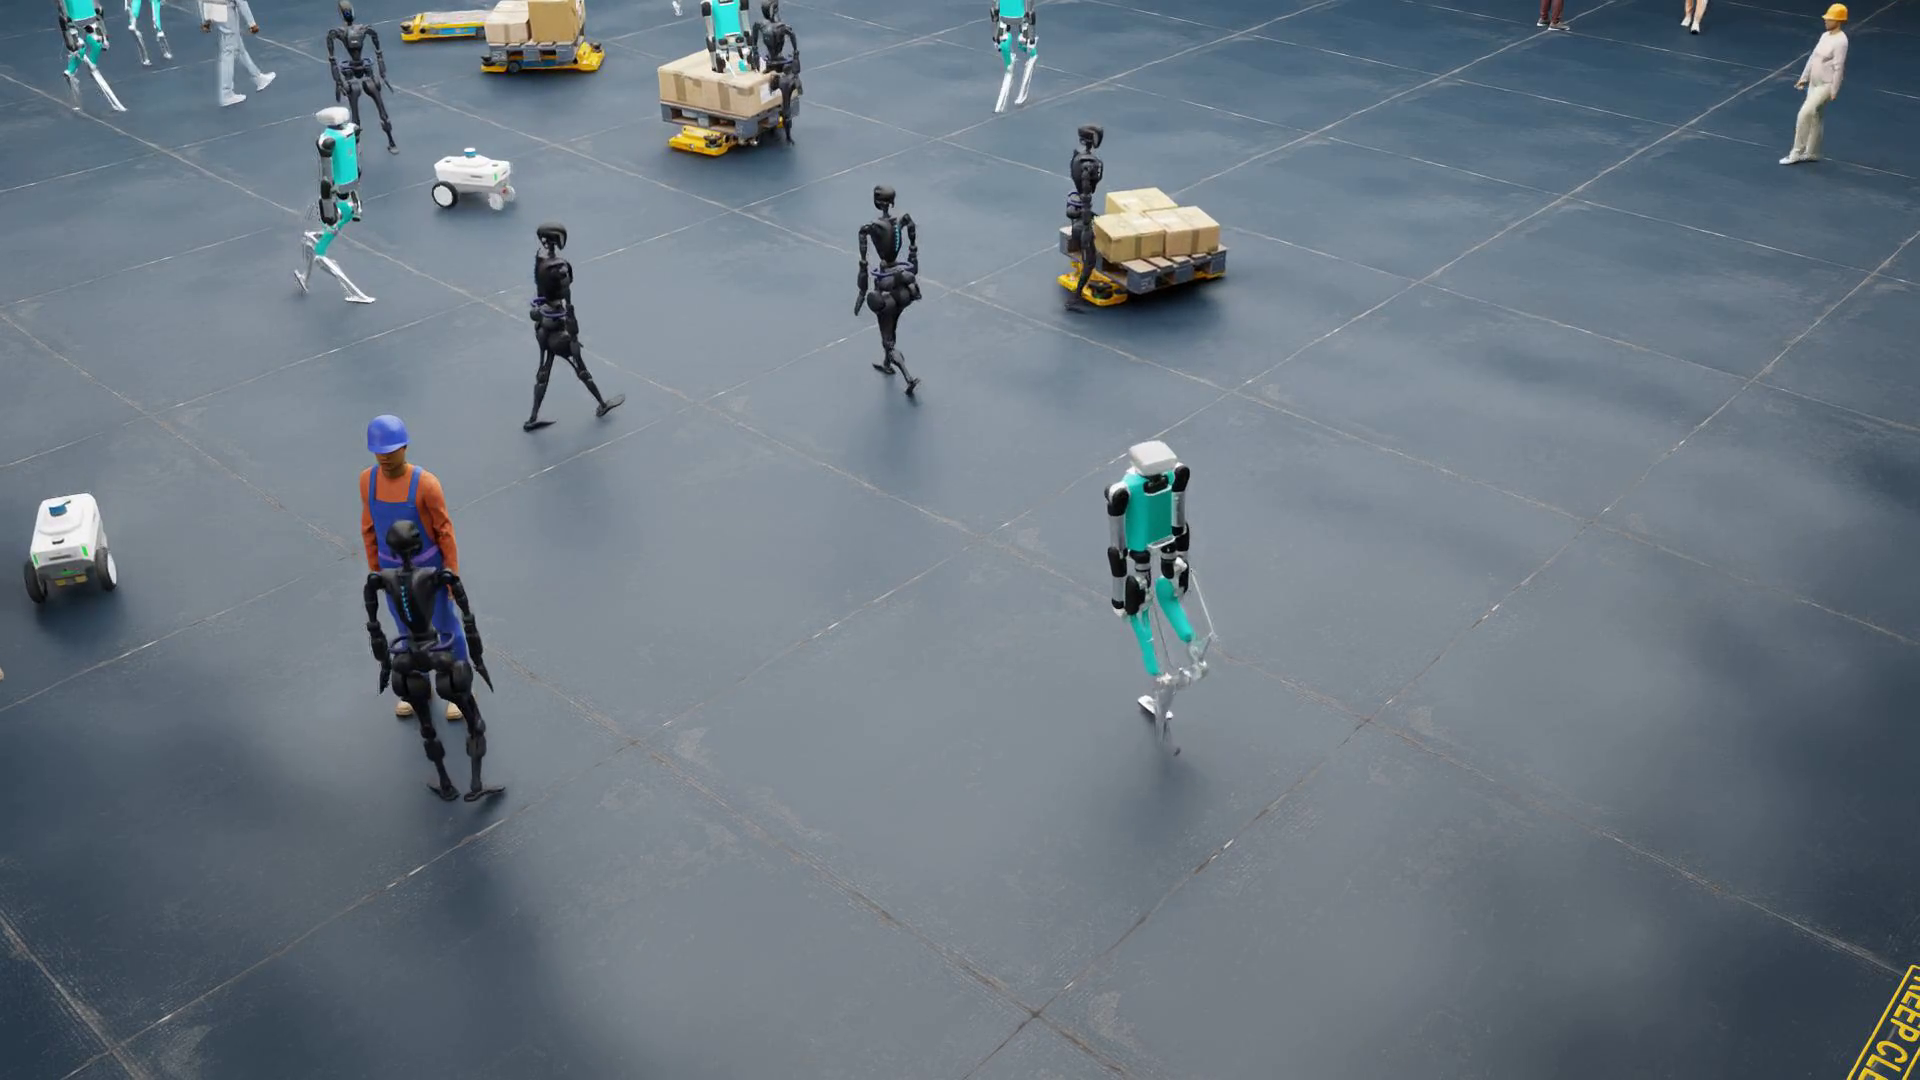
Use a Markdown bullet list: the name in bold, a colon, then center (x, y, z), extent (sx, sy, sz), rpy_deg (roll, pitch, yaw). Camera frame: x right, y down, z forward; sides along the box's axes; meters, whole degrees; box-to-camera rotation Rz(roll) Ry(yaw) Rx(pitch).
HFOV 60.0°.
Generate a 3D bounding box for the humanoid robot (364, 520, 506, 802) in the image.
- **humanoid robot**: center (-2.783, 0.676, 8.740), extent (0.625, 1.645, 0.456), rpy_deg (-1, 32, -1)

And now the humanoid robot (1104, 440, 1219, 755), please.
- **humanoid robot**: center (1.168, 0.405, 9.218), extent (0.545, 1.898, 0.760), rpy_deg (-19, 37, -28)

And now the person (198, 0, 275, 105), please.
- **person**: center (-8.480, -6.121, 19.479), extent (0.615, 1.877, 0.953), rpy_deg (18, 36, 26)

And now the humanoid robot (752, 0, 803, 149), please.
- **humanoid robot**: center (-1.965, -5.032, 17.939), extent (0.611, 1.642, 0.388), rpy_deg (13, 34, 20)

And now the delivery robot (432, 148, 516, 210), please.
- **delivery robot**: center (-4.906, -3.645, 16.750), extent (0.791, 0.592, 0.499), rpy_deg (7, 33, 11)

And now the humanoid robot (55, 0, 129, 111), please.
- **humanoid robot**: center (-10.149, -5.720, 19.062), extent (0.803, 1.851, 0.536), rpy_deg (17, 36, 25)

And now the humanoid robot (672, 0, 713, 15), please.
- **humanoid robot**: center (-3.636, -8.022, 22.711), extent (0.911, 1.794, 0.542), rpy_deg (8, 33, 13)

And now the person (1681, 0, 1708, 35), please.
- **person**: center (9.821, -7.656, 22.007), extent (0.538, 1.823, 0.955), rpy_deg (15, 35, 23)

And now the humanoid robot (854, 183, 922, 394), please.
- **humanoid robot**: center (-0.507, -1.965, 13.035), extent (0.610, 1.645, 0.740), rpy_deg (-23, 39, -32)

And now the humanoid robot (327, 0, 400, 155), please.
- **humanoid robot**: center (-6.418, -4.961, 17.818), extent (0.602, 1.637, 0.417), rpy_deg (-14, 35, -21)

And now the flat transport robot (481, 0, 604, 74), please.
- **flat transport robot**: center (-5.261, -6.112, 20.995), extent (1.431, 0.231, 0.659), rpy_deg (-2, 32, -3)

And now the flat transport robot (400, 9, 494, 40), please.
- **flat transport robot**: center (-6.703, -6.881, 22.235), extent (1.431, 0.231, 0.659), rpy_deg (-5, 32, -9)

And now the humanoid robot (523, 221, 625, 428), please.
- **humanoid robot**: center (-3.004, -1.637, 12.503), extent (0.791, 1.621, 0.610), rpy_deg (-21, 37, -30)

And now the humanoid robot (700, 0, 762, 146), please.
- **humanoid robot**: center (-2.393, -5.080, 17.939), extent (0.555, 1.754, 0.836), rpy_deg (-13, 34, -20)

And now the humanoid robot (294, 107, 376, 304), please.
- **humanoid robot**: center (-5.596, -2.891, 14.447), extent (0.942, 1.788, 0.556), rpy_deg (7, 33, 11)

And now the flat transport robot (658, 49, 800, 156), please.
- **flat transport robot**: center (-2.565, -4.631, 18.611), extent (0.659, 0.231, 1.431), rpy_deg (17, 36, 26)

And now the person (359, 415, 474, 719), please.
- **person**: center (-3.075, 0.157, 9.344), extent (0.531, 1.911, 0.355), rpy_deg (4, 32, 7)

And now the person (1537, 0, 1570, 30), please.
- **person**: center (8.053, -7.751, 22.171), extent (0.373, 1.810, 0.555), rpy_deg (-10, 33, -16)

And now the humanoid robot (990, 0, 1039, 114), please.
- **humanoid robot**: center (0.660, -5.798, 19.109), extent (0.543, 1.781, 0.892), rpy_deg (12, 34, 18)

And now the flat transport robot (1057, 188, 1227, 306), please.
- **flat transport robot**: center (1.655, -2.447, 15.094), extent (1.431, 0.231, 0.659), rpy_deg (-19, 36, -27)

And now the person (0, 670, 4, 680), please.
- **person**: center (-6.209, 0.001, 9.713), extent (0.881, 1.796, 0.660), rpy_deg (21, 38, 30)

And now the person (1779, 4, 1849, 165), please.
- **person**: center (8.980, -4.780, 17.504), extent (0.608, 1.674, 0.513), rpy_deg (0, 32, 0)

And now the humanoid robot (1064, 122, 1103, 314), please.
- **humanoid robot**: center (1.067, -2.779, 14.297), extent (0.317, 1.658, 0.612), rpy_deg (2, 32, 4)

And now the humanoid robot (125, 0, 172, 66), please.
- **humanoid robot**: center (-10.143, -6.763, 20.677), extent (0.578, 1.781, 0.881), rpy_deg (-8, 33, -13)

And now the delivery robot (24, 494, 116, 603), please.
- **delivery robot**: center (-5.817, 0.022, 10.847), extent (0.499, 0.594, 0.782), rpy_deg (-11, 33, -17)
